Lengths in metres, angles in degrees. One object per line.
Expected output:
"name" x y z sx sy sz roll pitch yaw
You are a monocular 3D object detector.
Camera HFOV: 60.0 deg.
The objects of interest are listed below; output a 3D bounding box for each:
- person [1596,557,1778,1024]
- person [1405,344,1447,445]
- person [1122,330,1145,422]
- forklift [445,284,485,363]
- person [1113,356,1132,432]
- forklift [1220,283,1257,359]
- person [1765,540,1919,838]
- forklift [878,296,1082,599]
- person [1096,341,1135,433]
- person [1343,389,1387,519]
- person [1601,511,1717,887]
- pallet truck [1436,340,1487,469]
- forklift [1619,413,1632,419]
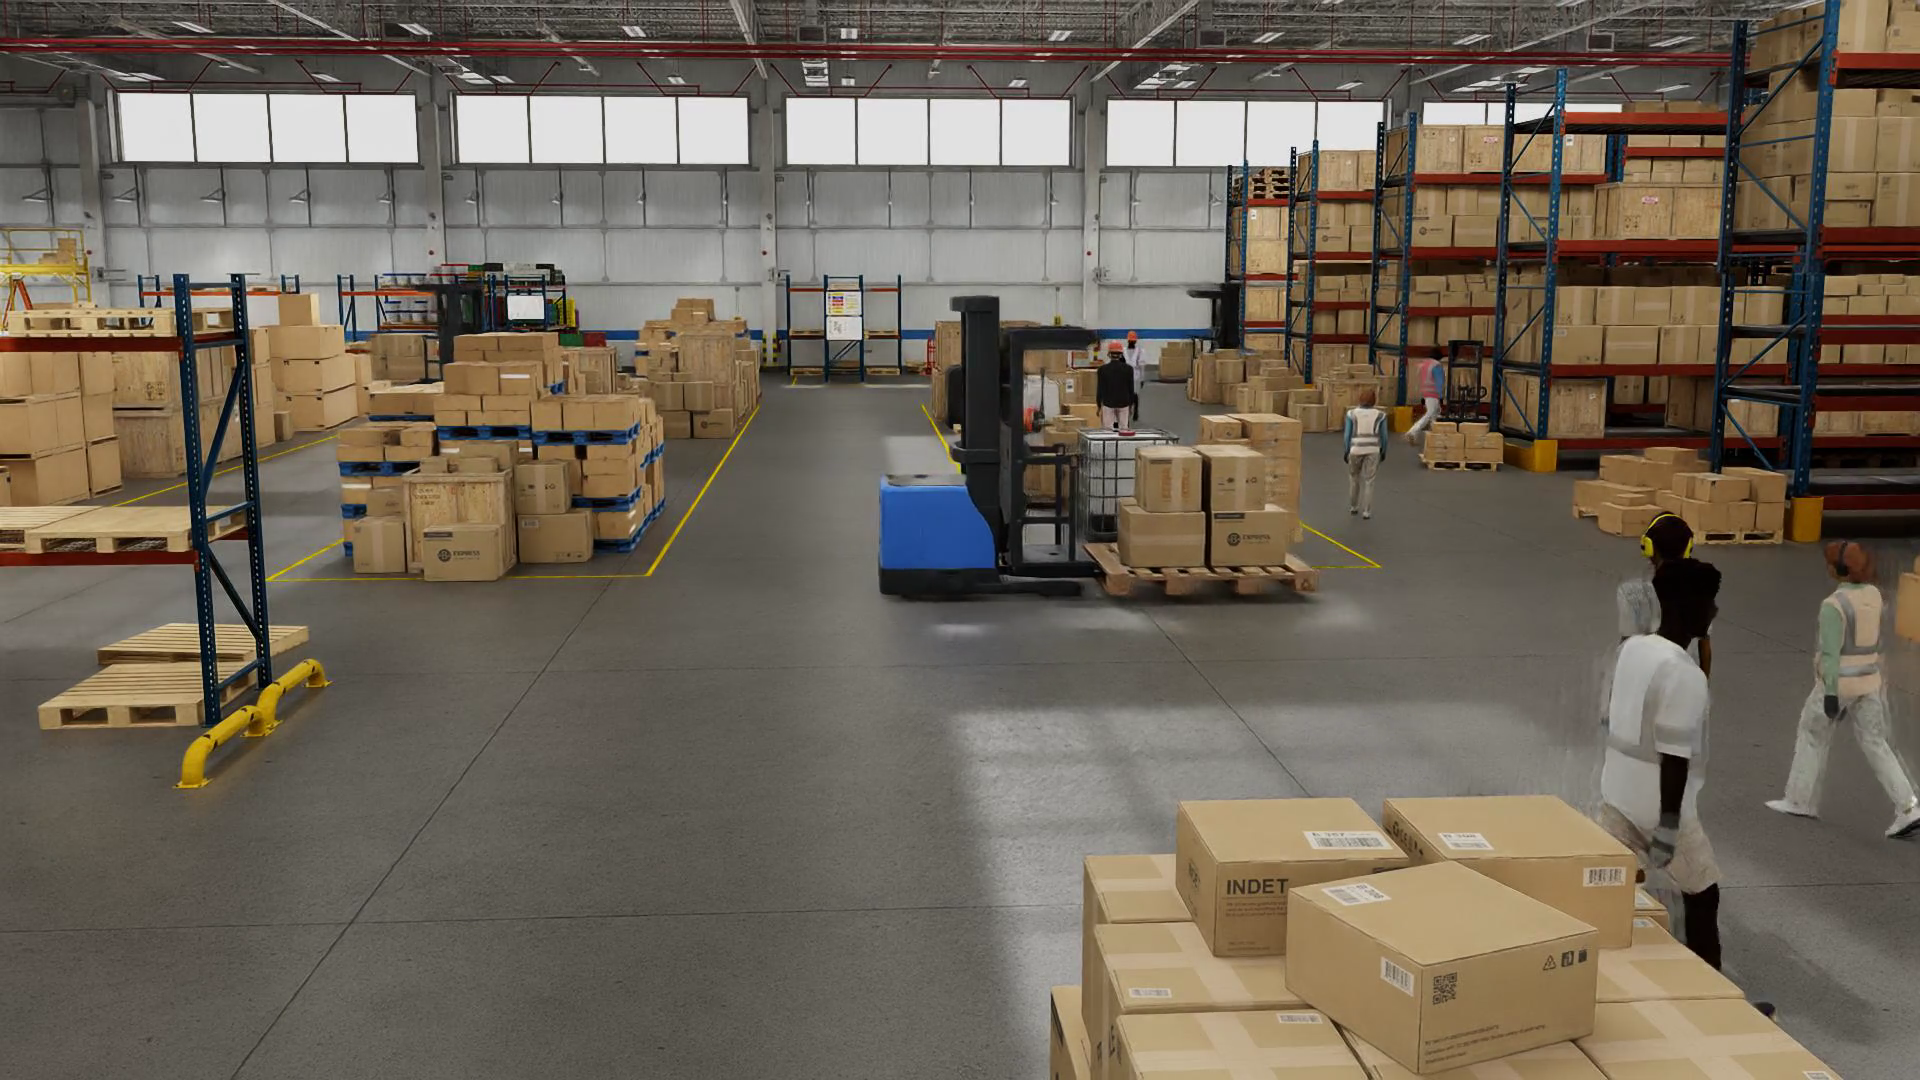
"person" 2.865 1.016 6.598 0.904 1.924 0.623 -1 9 -7
"person" 8.316 -2.555 29.430 0.846 1.820 0.627 0 9 -3
"person" 3.439 -3.286 33.697 0.600 1.916 0.446 2 9 13
"forklift" -11.311 -4.495 38.257 1.873 2.768 1.129 5 10 27
"person" 2.658 -2.237 27.780 0.539 1.695 0.319 -5 10 -30
"forklift" 6.923 -5.185 42.585 1.873 2.768 1.129 -1 9 -4
"person" 4.872 0.794 9.031 0.517 1.604 0.816 -5 10 -28
"forklift" 0.163 -0.909 15.738 1.873 2.768 1.129 -1 9 -4
"person" 2.438 -2.128 26.160 0.610 1.996 0.379 -1 9 -8
"person" 5.082 -1.092 20.884 0.529 1.596 0.848 2 9 12
"person" 3.451 0.788 8.244 0.516 1.873 0.329 -1 9 -3
"pallet truck" 8.004 -2.170 26.422 0.823 1.965 1.885 2 9 14
"forklift" 13.357 -4.016 35.247 1.129 2.768 1.873 -1 9 -4
